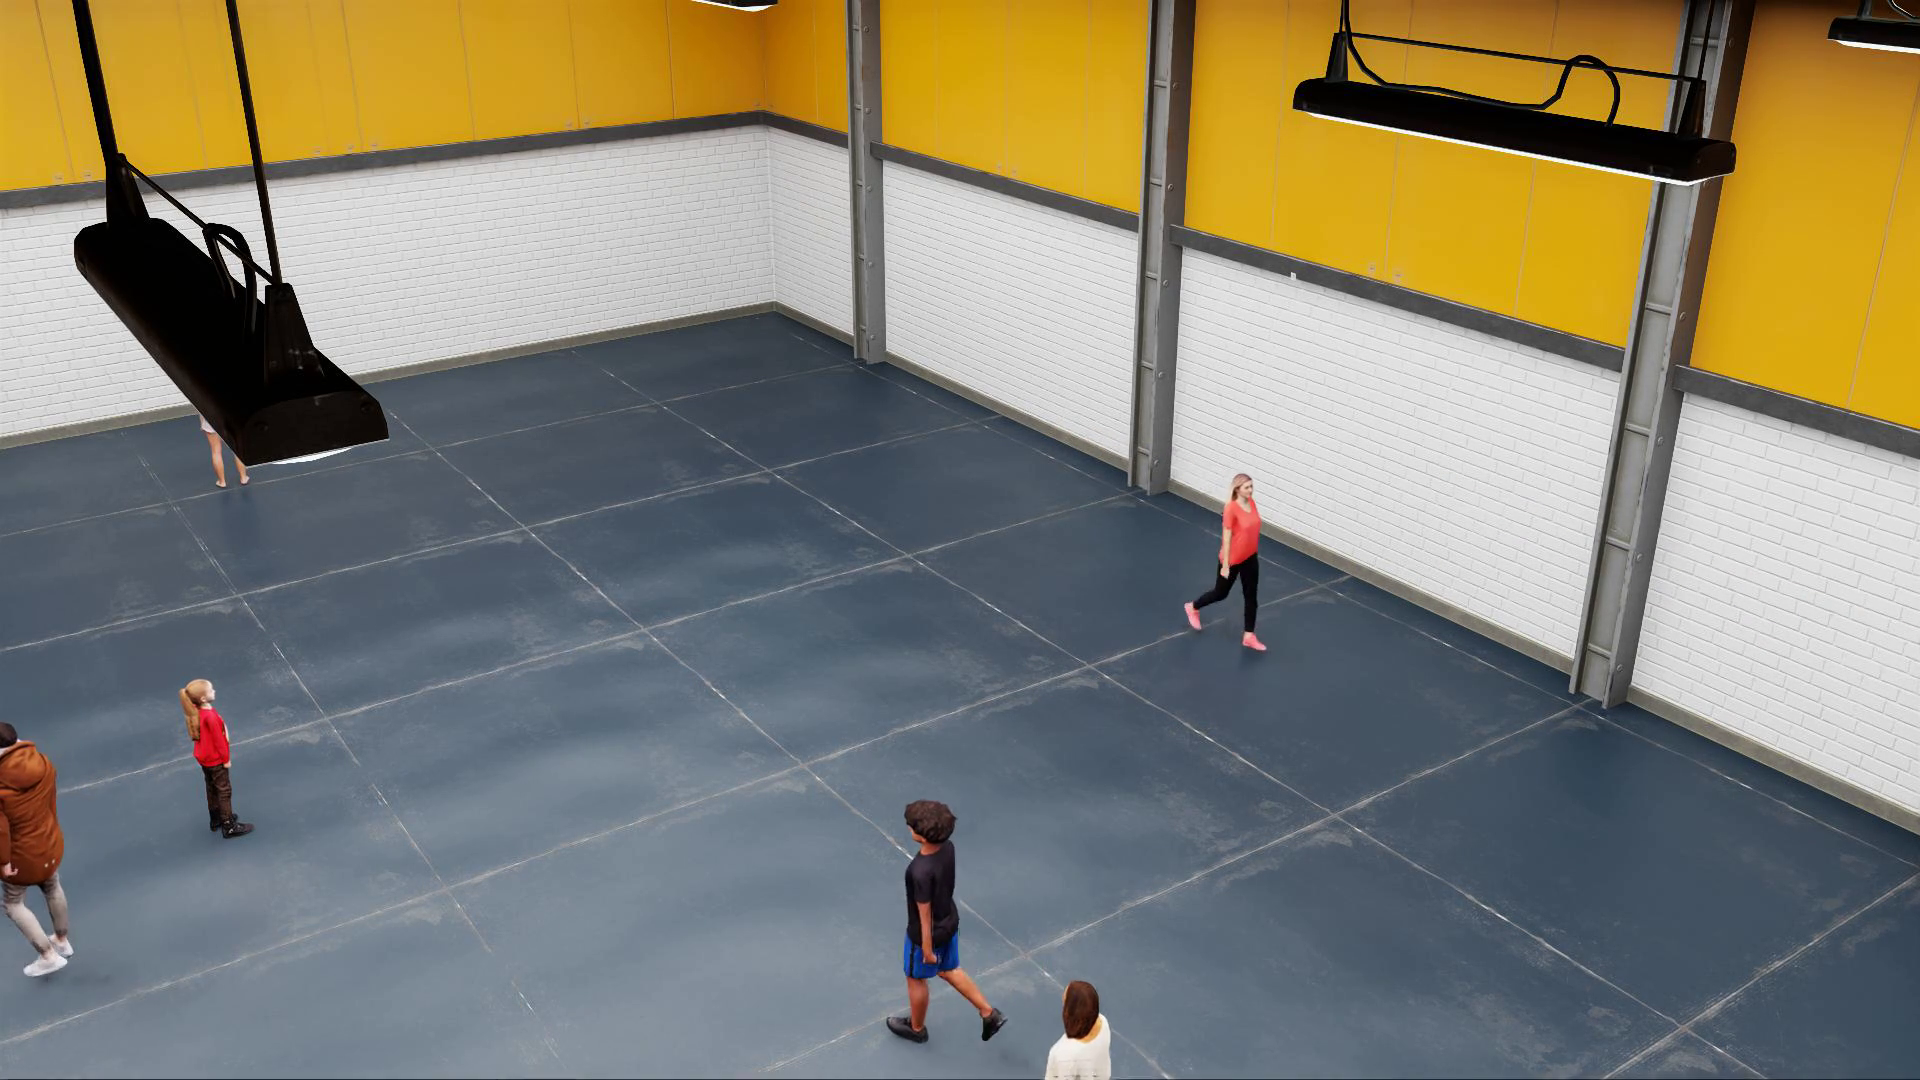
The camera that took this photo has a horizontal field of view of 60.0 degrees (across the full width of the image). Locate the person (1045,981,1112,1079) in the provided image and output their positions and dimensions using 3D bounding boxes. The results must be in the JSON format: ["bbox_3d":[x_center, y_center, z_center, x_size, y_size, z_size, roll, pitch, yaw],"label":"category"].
[{"bbox_3d":[0.689,3.035,8.700,0.650,1.671,0.668,20,31,39],"label":"person"}]

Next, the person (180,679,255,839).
[{"bbox_3d":[-5.584,1.615,12.436,0.490,1.281,0.604,19,30,36],"label":"person"}]

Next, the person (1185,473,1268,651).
[{"bbox_3d":[2.462,0.171,15.255,0.715,1.668,1.139,-20,31,-39],"label":"person"}]

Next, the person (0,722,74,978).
[{"bbox_3d":[-6.040,2.004,10.855,0.908,1.835,0.862,9,25,20],"label":"person"}]

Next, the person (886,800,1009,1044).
[{"bbox_3d":[-0.084,2.361,10.106,1.112,1.781,0.898,11,26,23],"label":"person"}]
